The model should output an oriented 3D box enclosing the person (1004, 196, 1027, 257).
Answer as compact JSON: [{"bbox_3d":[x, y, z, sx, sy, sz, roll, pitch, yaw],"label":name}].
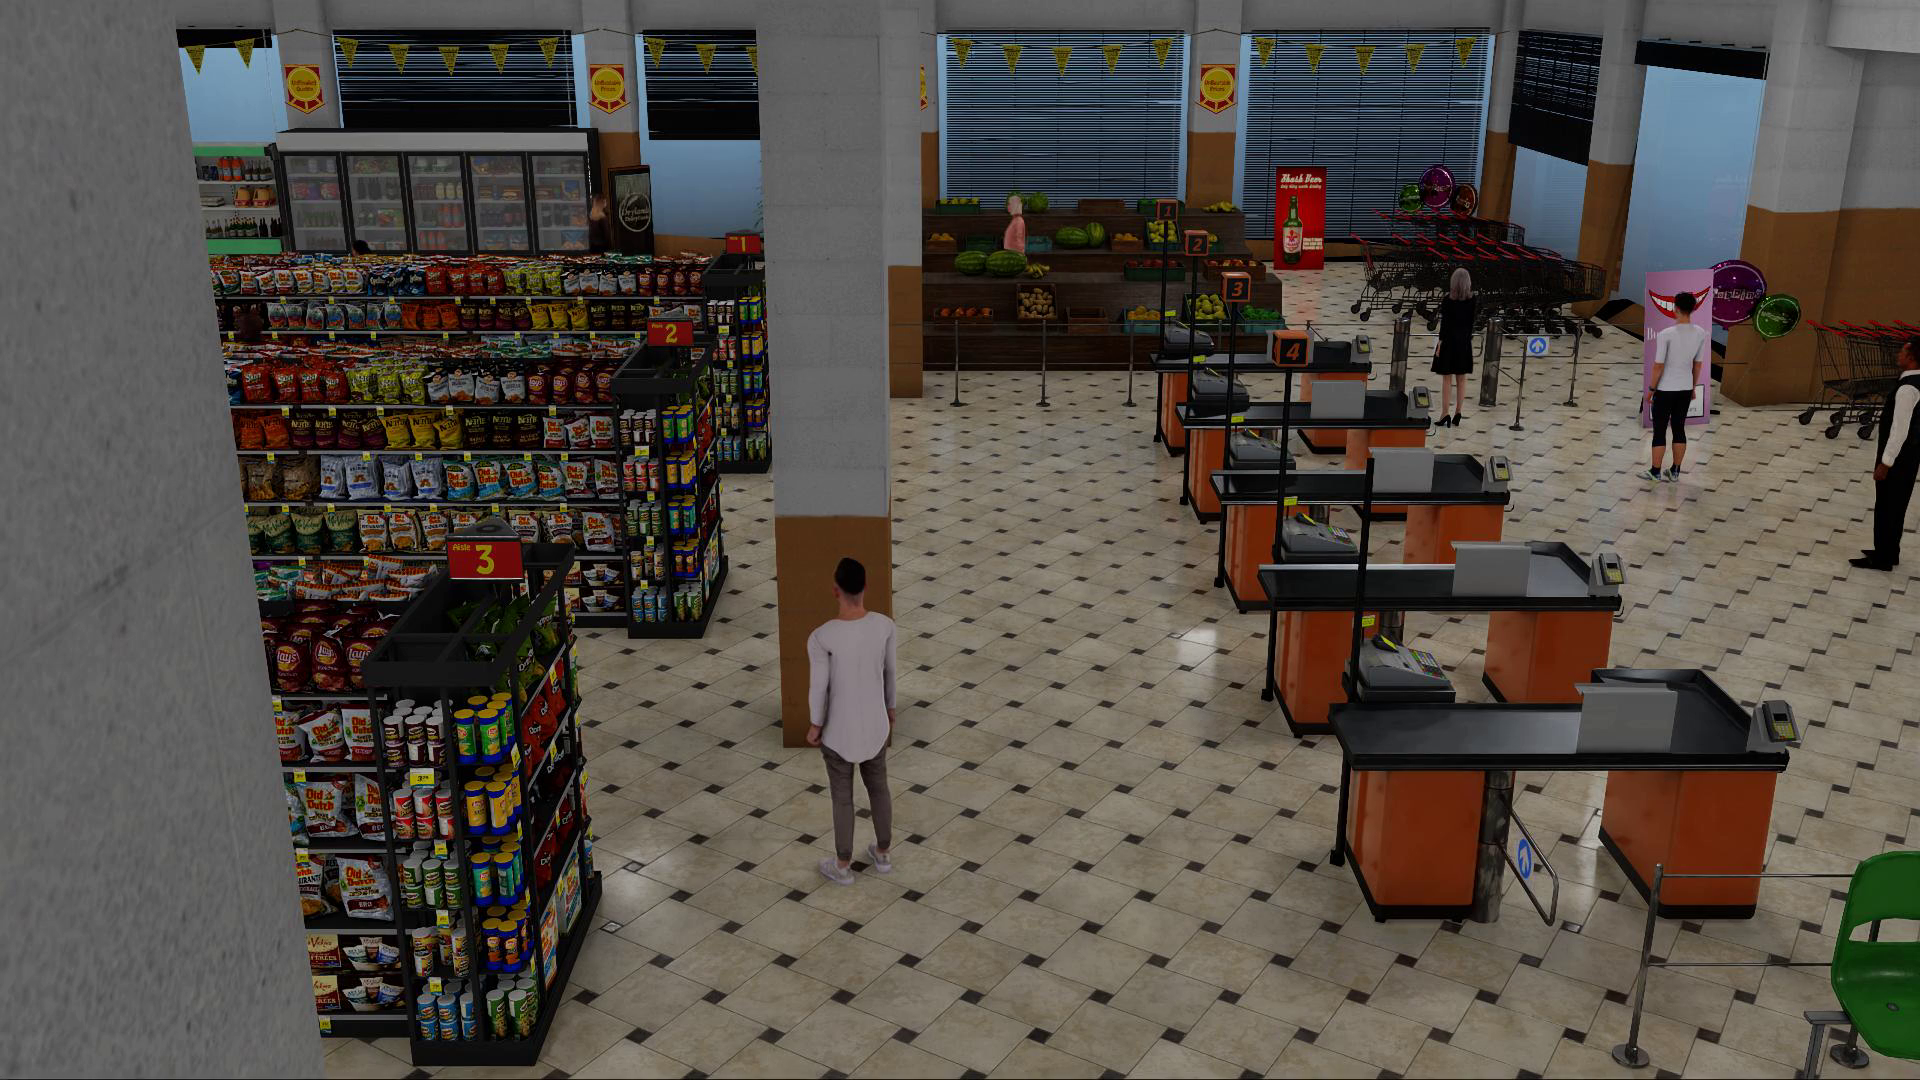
[{"bbox_3d":[0.886,-4.140,24.242,0.666,1.713,0.653,-4,19,-10],"label":"person"}]

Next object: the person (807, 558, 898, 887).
[{"bbox_3d":[-0.561,0.966,8.911,0.683,1.834,0.811,-10,21,-28],"label":"person"}]

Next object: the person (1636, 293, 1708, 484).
[{"bbox_3d":[6.925,-1.476,16.118,0.569,1.855,0.764,-3,19,-10],"label":"person"}]

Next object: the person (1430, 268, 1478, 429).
[{"bbox_3d":[5.396,-2.102,18.145,0.588,1.747,0.717,-5,19,-14],"label":"person"}]

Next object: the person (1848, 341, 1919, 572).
[{"bbox_3d":[7.750,-0.700,13.718,0.824,1.919,0.767,17,25,41],"label":"person"}]

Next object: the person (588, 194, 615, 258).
[{"bbox_3d":[-5.384,-4.245,24.585,0.774,1.693,0.719,-17,25,-41],"label":"person"}]
